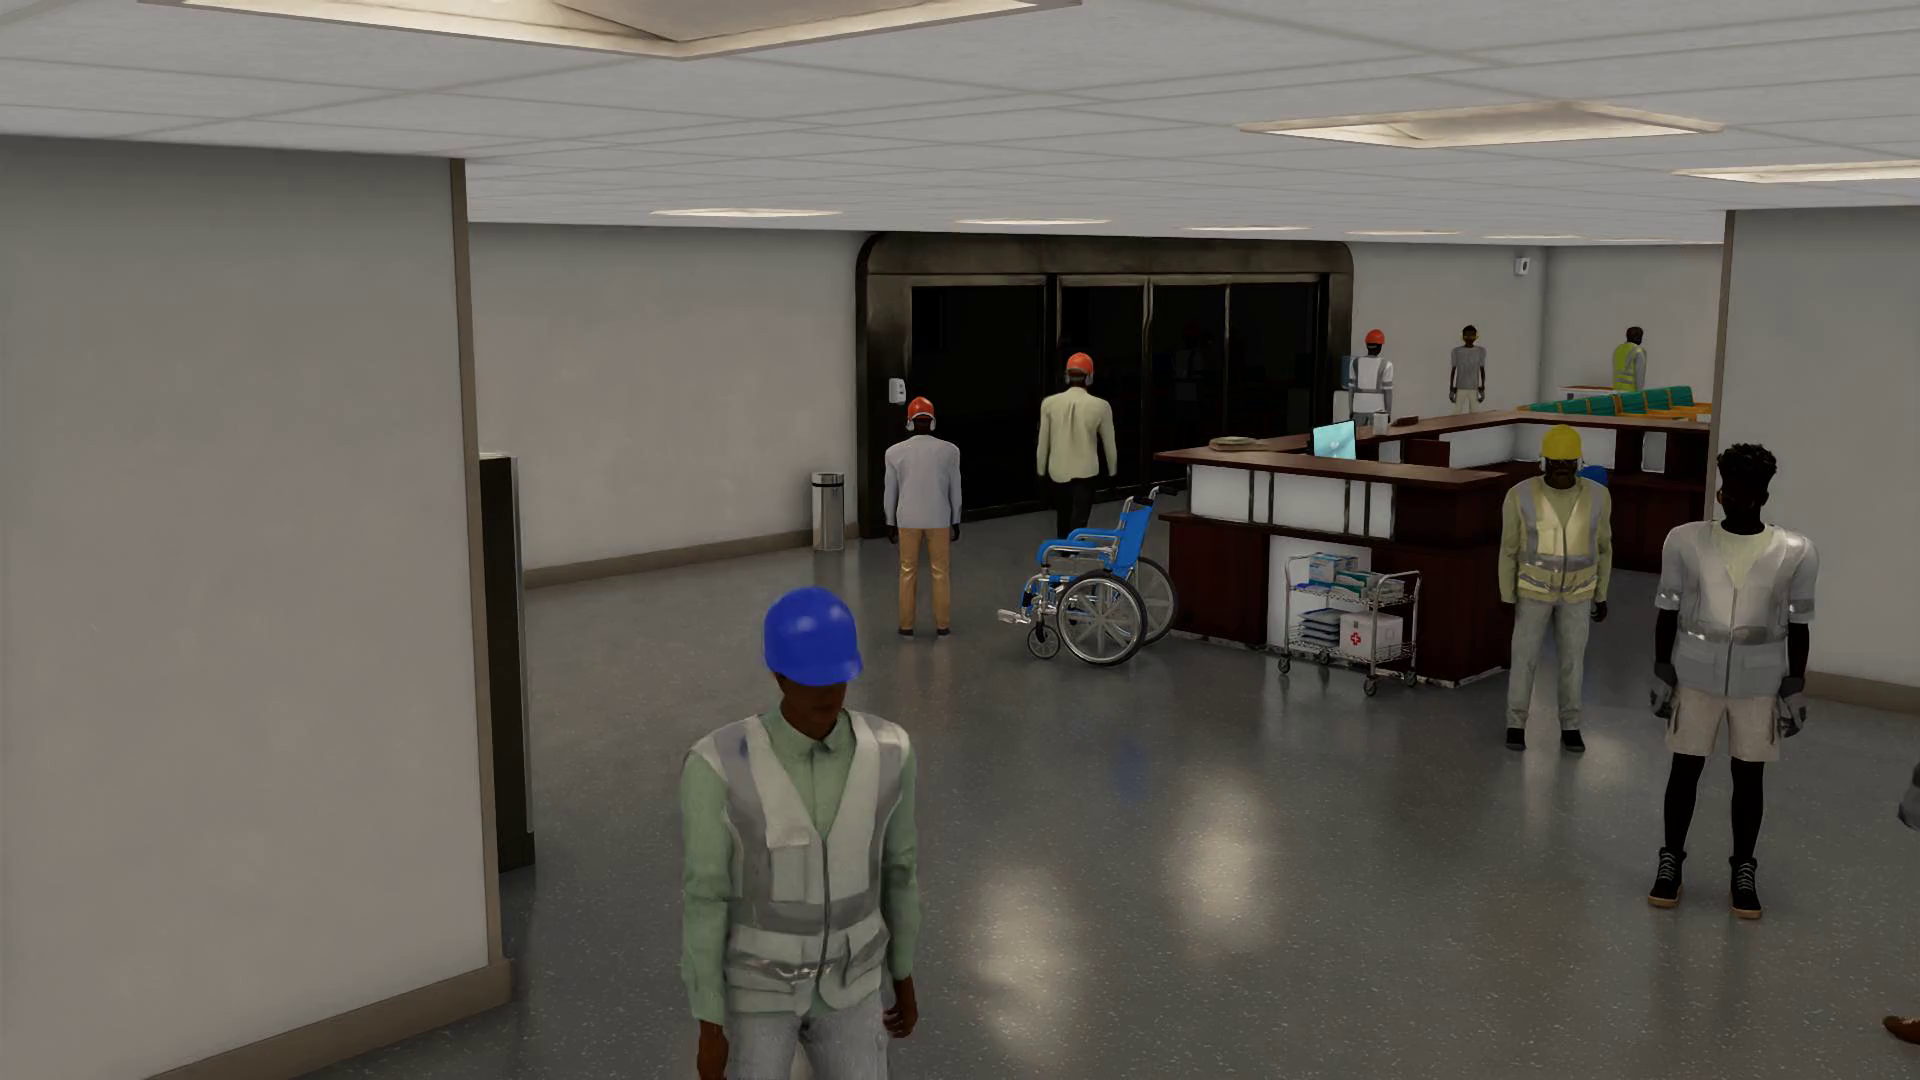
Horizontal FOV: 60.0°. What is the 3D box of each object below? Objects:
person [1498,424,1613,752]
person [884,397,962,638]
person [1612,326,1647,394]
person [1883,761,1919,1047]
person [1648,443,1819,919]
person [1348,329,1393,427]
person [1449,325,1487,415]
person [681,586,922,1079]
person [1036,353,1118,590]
[{"bbox_3d":[3.262,0.271,9.131,0.597,1.824,0.413,1,9,7],"label":"person"},{"bbox_3d":[-0.267,-0.159,11.989,0.564,1.743,0.353,0,9,-2],"label":"person"},{"bbox_3d":[9.728,-2.187,24.199,0.432,1.832,0.639,-2,10,-13],"label":"person"},{"bbox_3d":[3.469,0.825,5.614,0.521,1.859,0.336,-2,10,-13],"label":"person"},{"bbox_3d":[3.158,0.573,6.839,0.600,1.960,0.374,4,10,24],"label":"person"},{"bbox_3d":[5.002,-1.597,20.262,0.544,1.933,0.379,6,11,31],"label":"person"},{"bbox_3d":[7.315,-2.166,23.978,0.502,1.857,0.326,2,9,10],"label":"person"},{"bbox_3d":[-0.369,1.053,3.966,0.630,1.942,0.432,-5,10,-26],"label":"person"},{"bbox_3d":[1.000,-0.573,13.864,0.651,1.952,0.942,3,10,18],"label":"person"}]
